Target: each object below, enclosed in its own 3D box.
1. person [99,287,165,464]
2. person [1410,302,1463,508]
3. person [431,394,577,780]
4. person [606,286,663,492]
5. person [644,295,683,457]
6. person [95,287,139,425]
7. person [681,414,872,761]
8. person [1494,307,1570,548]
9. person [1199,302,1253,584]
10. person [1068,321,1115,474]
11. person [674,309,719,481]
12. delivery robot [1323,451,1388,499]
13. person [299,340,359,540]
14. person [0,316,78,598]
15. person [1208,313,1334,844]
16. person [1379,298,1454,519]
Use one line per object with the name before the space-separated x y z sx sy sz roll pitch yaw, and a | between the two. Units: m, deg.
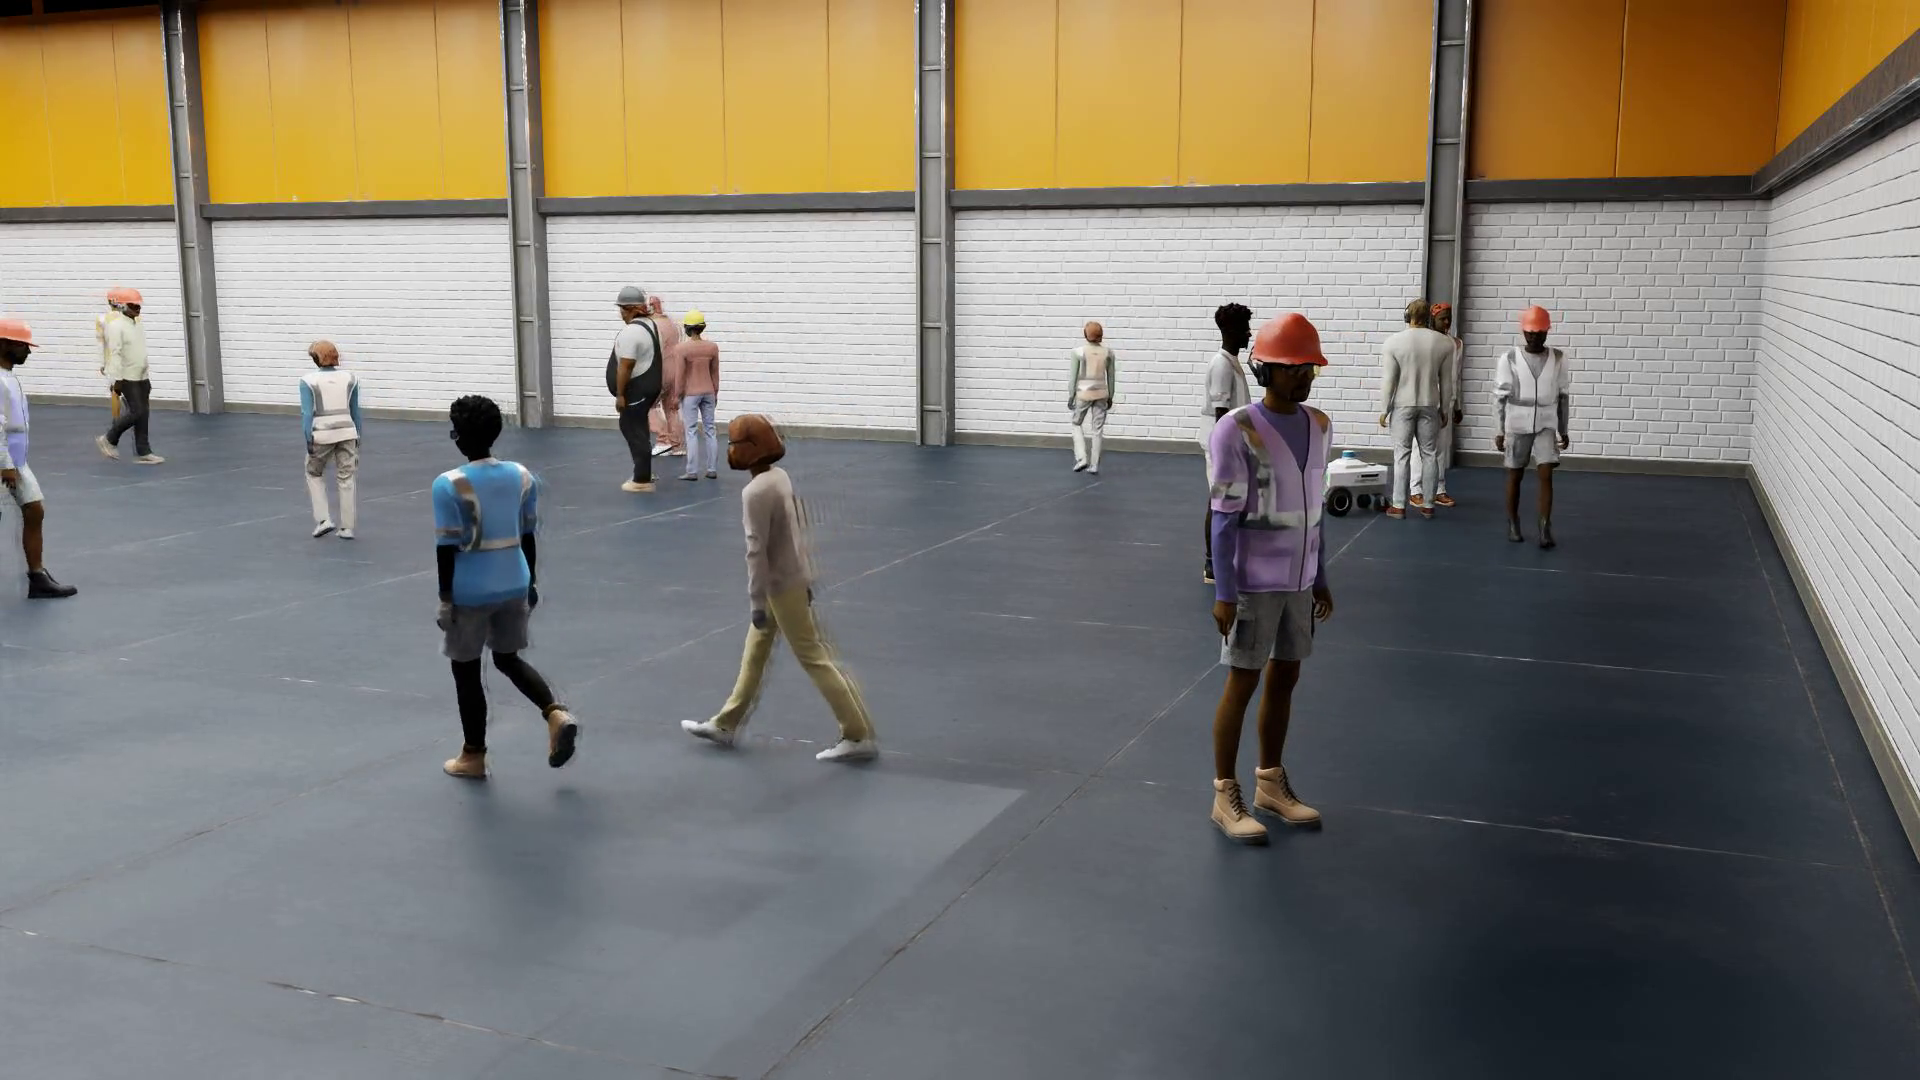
person | -9.269 -1.820 18.545 0.564 1.980 0.636 0 9 1
person | 4.390 -1.241 15.345 0.576 1.882 0.355 -4 10 -23
person | -1.969 0.222 7.091 0.577 1.684 0.542 6 11 32
person | -3.220 -1.483 16.331 0.561 2.000 0.705 2 10 10
person | -3.461 -1.887 19.290 0.496 1.880 0.653 3 10 18
person | -11.152 -2.386 22.109 0.543 1.939 0.360 -4 10 -21
person | -0.826 0.216 7.479 0.925 1.559 0.509 1 9 6
person | 4.505 -0.873 13.068 0.590 1.893 0.922 2 10 10
person | 1.867 -0.676 11.662 0.369 1.967 0.601 2 10 12
person | 1.398 -1.509 17.700 0.548 1.627 0.389 -3 10 -15
person | -2.728 -1.496 17.227 0.530 1.772 0.303 -8 12 -40
delivery robot | 3.483 -0.561 14.949 0.707 0.478 0.477 -4 10 -22
person | -5.105 -0.808 13.505 0.515 1.622 0.450 -8 12 -40
person | -6.431 -0.534 11.025 0.884 1.897 0.569 -1 9 -7
person | 1.235 0.147 6.442 0.615 2.041 0.392 -7 12 -36
person | 3.998 -1.148 14.610 0.635 1.937 0.353 0 9 -2
